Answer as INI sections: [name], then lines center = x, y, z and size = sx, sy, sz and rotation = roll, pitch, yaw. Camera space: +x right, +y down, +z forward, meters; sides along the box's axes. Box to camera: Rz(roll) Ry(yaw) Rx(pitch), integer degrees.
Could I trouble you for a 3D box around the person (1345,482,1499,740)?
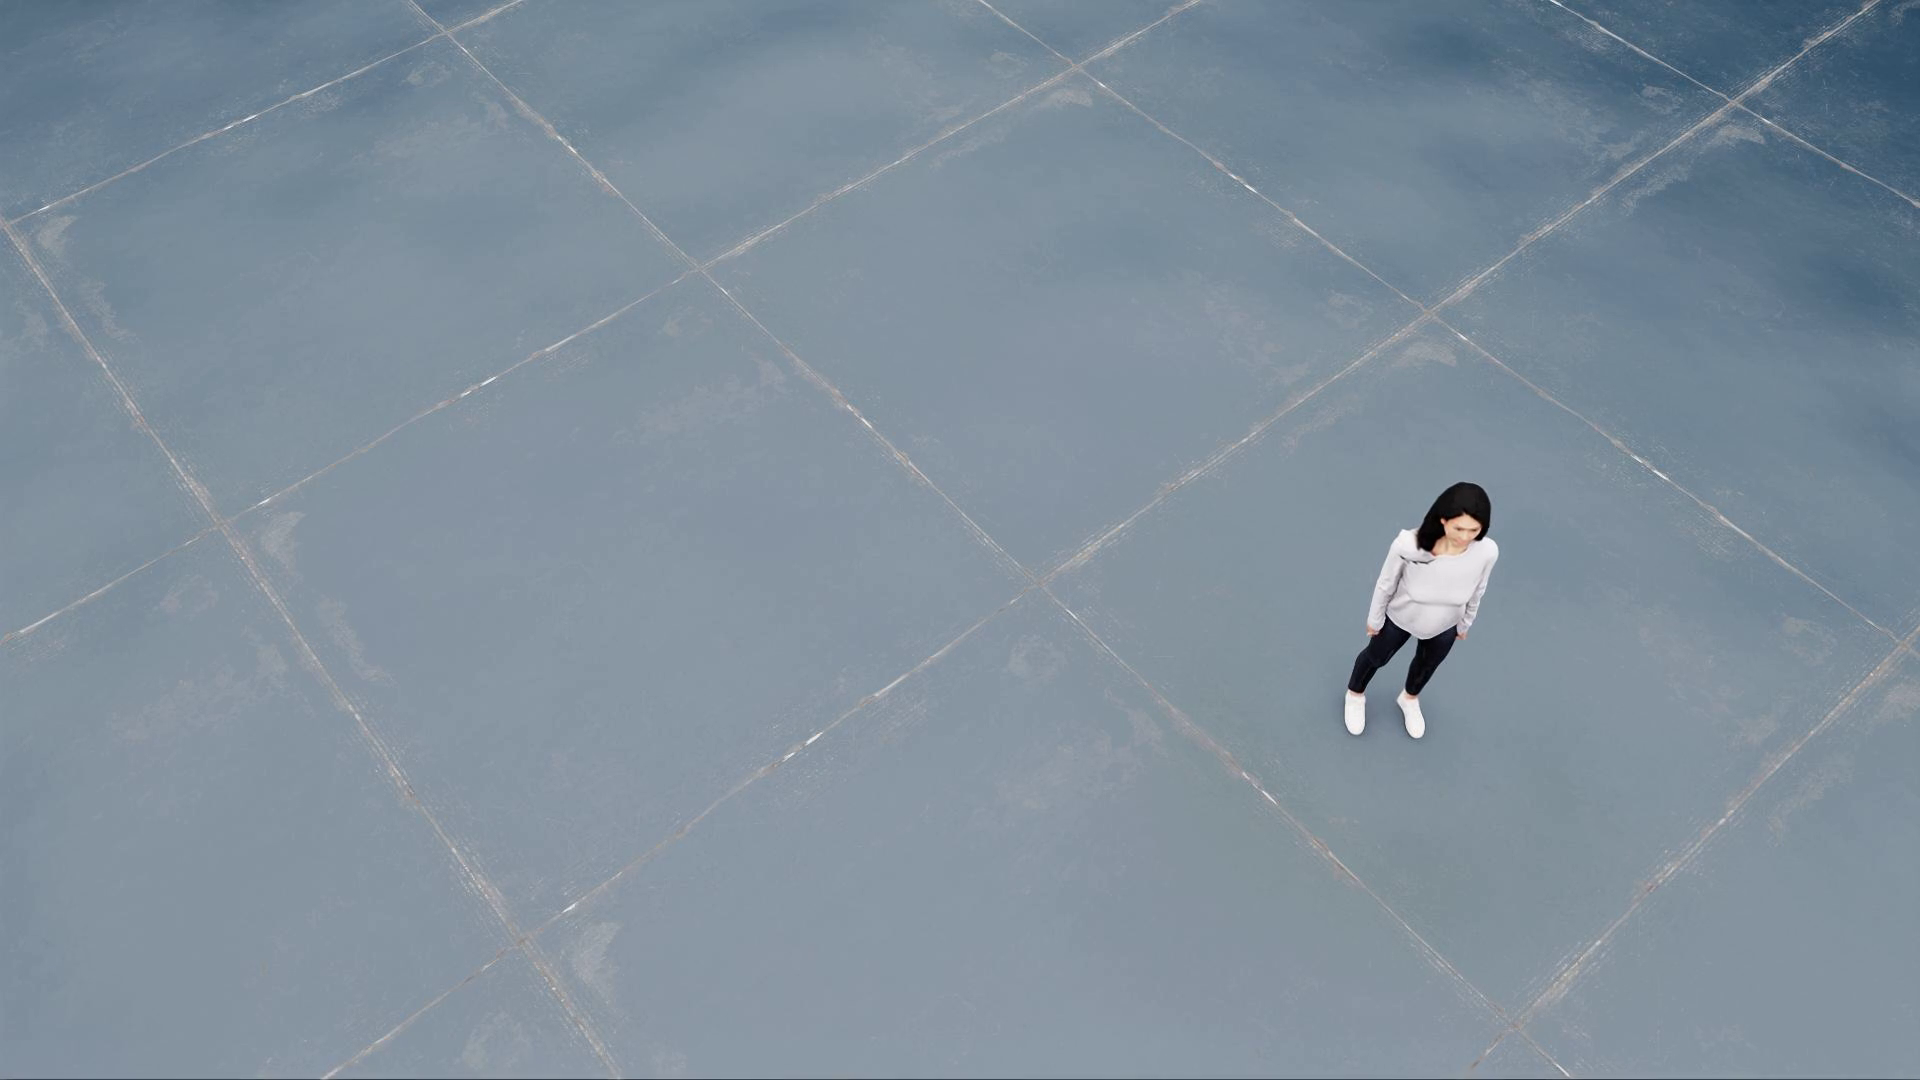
[person]
center = 2.005, 0.309, 7.228
size = 0.679, 1.699, 0.747
rotation = 2, 52, 2
